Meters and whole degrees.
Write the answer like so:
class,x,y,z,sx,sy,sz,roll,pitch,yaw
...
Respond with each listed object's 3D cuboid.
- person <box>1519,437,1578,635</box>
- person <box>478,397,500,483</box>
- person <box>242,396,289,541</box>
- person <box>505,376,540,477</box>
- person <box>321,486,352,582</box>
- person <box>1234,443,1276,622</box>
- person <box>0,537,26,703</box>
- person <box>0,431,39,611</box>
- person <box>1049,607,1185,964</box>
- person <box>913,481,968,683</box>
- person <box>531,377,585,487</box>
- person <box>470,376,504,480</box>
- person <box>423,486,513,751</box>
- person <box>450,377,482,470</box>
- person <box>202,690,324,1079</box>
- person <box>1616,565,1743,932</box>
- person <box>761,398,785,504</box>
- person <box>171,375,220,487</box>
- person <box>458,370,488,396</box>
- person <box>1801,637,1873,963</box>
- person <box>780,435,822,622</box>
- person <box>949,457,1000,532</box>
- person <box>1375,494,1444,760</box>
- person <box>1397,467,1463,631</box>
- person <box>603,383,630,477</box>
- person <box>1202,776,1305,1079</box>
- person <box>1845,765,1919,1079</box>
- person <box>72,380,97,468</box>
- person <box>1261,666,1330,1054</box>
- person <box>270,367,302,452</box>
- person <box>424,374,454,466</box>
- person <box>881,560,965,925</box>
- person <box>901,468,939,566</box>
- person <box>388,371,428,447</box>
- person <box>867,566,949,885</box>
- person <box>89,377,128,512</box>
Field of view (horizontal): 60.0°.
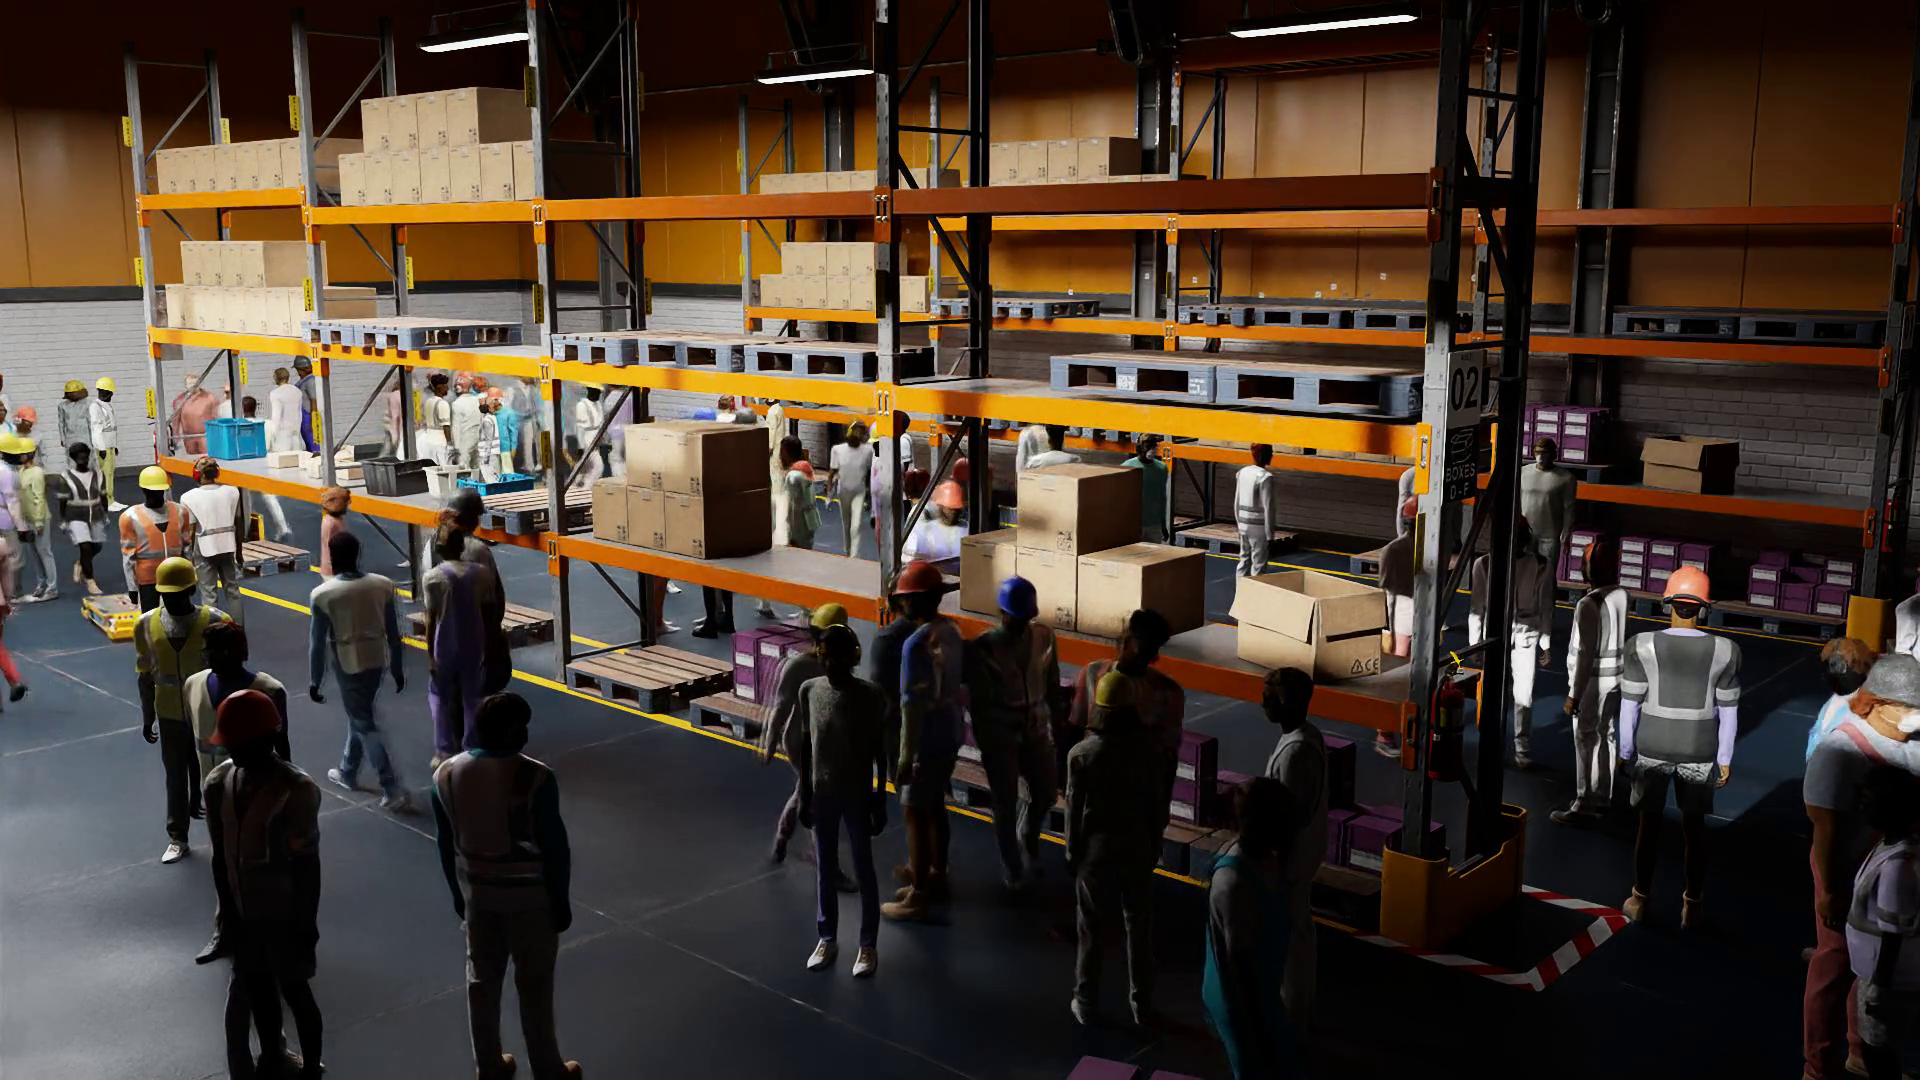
class,x,y,z,sx,sy,sz,roll,pitch,yaw
person,5.661,-0.045,16.234,0.627,1.940,0.372,6,12,30
person,-6.711,-1.220,23.721,0.306,1.640,0.522,-2,10,-10
person,-9.001,-0.913,21.334,0.971,1.881,0.609,7,12,35
person,-7.319,-1.982,27.303,0.888,1.904,0.633,7,12,33
person,-5.620,0.308,15.117,0.332,1.624,0.521,-1,10,-4
person,2.955,-0.079,16.588,0.356,1.881,0.575,-5,11,-24
person,-7.923,0.538,13.436,0.354,1.753,0.530,3,11,18
person,-9.926,-0.203,17.294,0.566,1.888,0.674,-8,13,-38
person,0.798,1.281,8.793,0.771,1.936,0.367,5,11,28
person,-0.069,0.480,13.326,0.622,1.918,0.508,-2,10,-12
person,-6.208,-1.714,25.519,0.987,1.998,0.618,6,12,31
person,-6.990,-1.514,24.823,0.738,1.858,0.351,0,10,1
person,-3.656,0.588,12.366,0.710,2.000,0.538,8,13,37
person,-7.145,-1.398,24.013,0.397,1.898,0.659,3,10,15
person,-3.106,1.565,7.361,0.328,1.862,0.509,2,10,9
person,3.951,1.149,9.191,0.610,2.043,0.375,3,10,17
person,-2.748,-1.398,24.462,0.351,1.738,0.569,0,10,3
person,-11.346,-1.501,24.642,0.677,1.866,0.938,-1,10,-8
person,-7.379,-1.684,25.541,0.650,1.936,0.979,5,11,27
person,4.513,1.415,8.396,0.433,1.807,0.770,1,10,8
person,-1.588,-0.094,16.617,0.399,1.908,0.594,1,10,3
person,0.085,0.272,14.325,0.442,1.980,0.619,8,13,38
person,3.347,0.631,12.293,0.620,1.986,0.409,-6,12,-31
person,4.620,-0.044,16.327,0.652,1.904,0.404,0,10,0
person,-5.121,-1.544,24.720,0.432,1.931,0.627,2,10,13
person,1.113,1.769,6.285,0.443,1.829,0.522,5,11,26
person,3.784,1.750,6.797,0.319,1.687,0.540,5,11,28
person,-13.502,-1.598,25.583,0.333,1.735,0.489,-10,14,-43
person,1.558,1.491,7.836,0.347,1.840,0.502,4,11,19
person,-10.296,-1.671,25.421,0.358,1.939,0.636,3,10,16
person,-7.433,-1.404,23.839,0.361,1.964,0.616,-9,14,-42
person,-0.200,1.125,9.364,0.441,2.029,0.626,4,11,23
person,-0.337,0.313,14.366,0.337,1.882,0.583,2,10,11
person,-8.357,-1.610,25.138,0.653,1.918,0.760,-10,14,-44
person,-0.304,1.102,9.795,0.471,1.918,0.656,9,13,41
person,-12.187,-1.368,23.773,0.375,1.919,0.584,-2,10,-11
